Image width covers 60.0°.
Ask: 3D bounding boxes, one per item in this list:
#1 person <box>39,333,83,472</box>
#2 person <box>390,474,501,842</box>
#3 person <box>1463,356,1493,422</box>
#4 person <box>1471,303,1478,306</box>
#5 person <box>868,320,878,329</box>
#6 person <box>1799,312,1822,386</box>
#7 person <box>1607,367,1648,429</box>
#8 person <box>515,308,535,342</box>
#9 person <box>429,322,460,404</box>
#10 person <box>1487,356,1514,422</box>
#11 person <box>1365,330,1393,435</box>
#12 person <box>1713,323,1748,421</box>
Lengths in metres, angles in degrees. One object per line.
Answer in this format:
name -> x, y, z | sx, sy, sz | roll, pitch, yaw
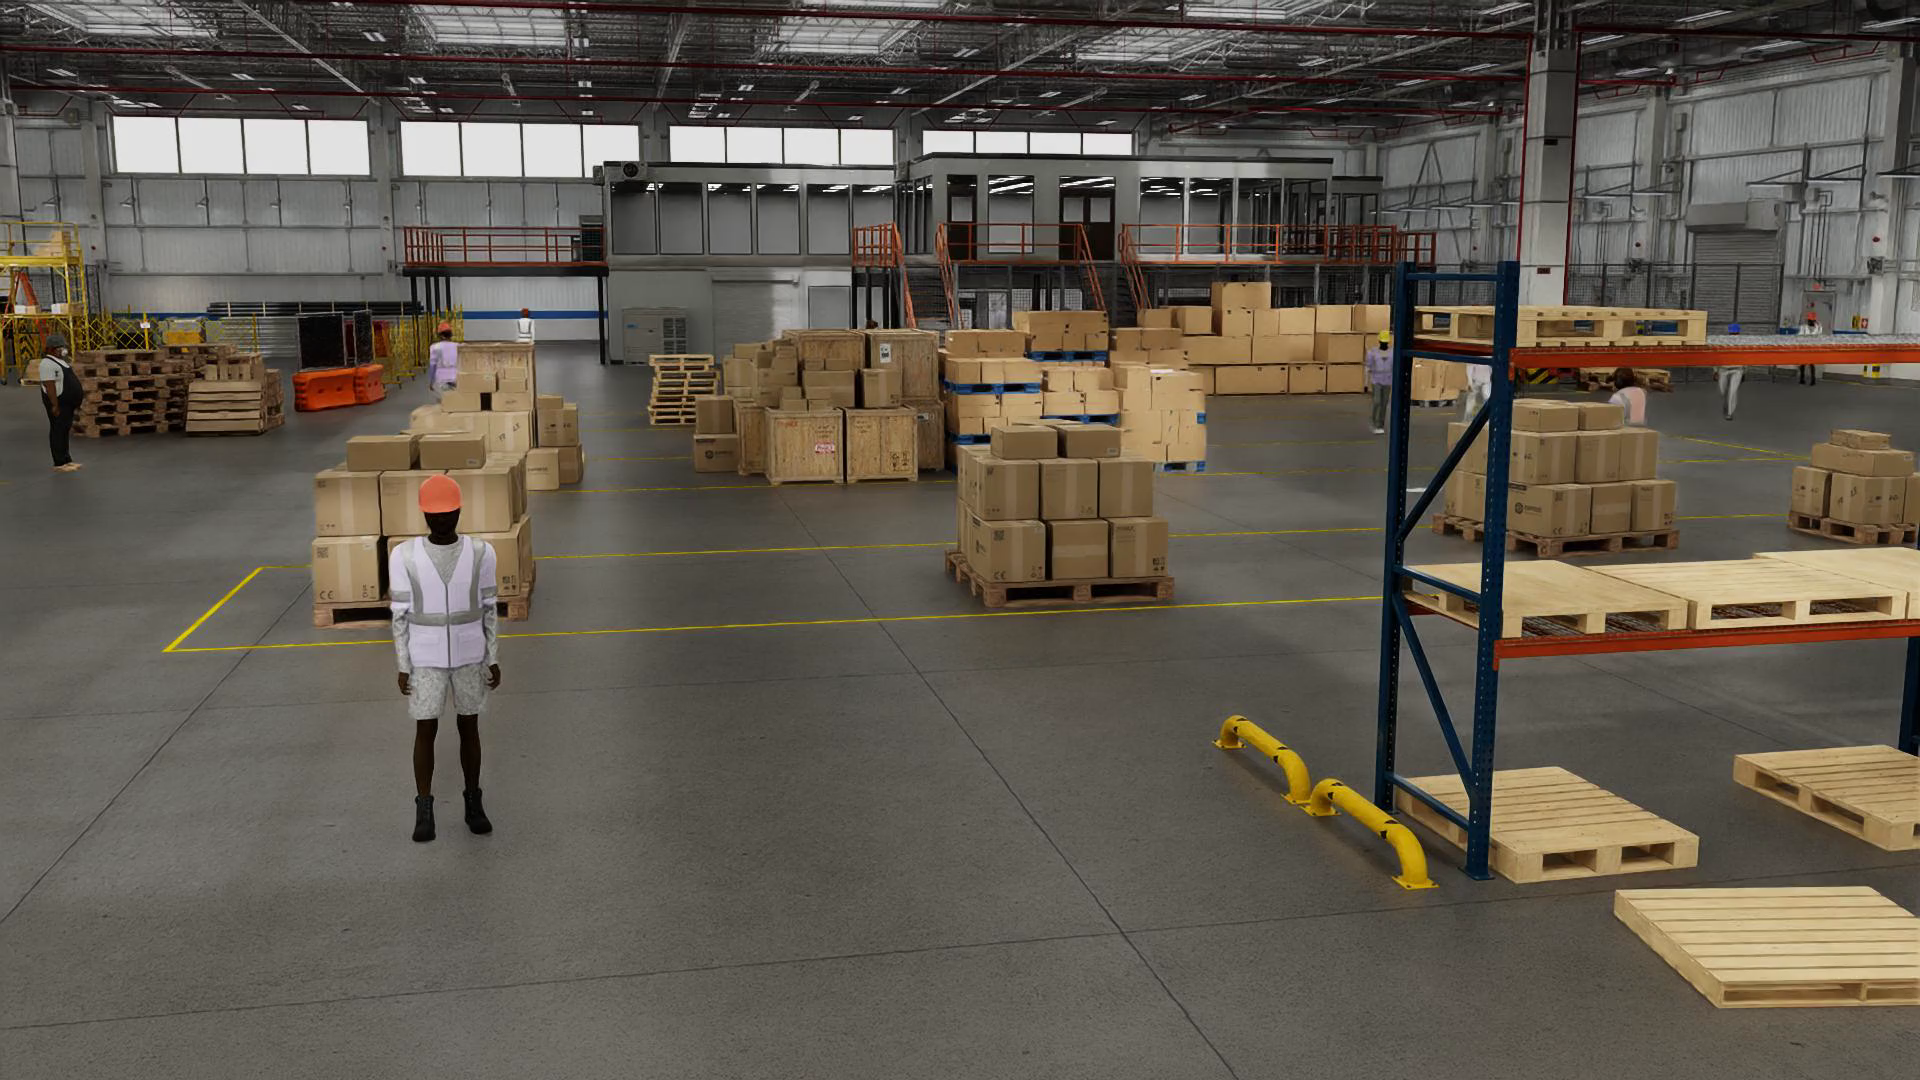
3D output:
person -> -13.232, -2.029, 24.543 | 0.538, 2.000, 0.683 | -2, 10, -14
person -> -2.692, 0.613, 8.753 | 0.545, 1.939, 0.374 | -4, 10, -22
person -> 9.506, -2.898, 30.334 | 0.636, 1.894, 1.032 | -1, 9, -7
person -> 15.149, -5.960, 48.768 | 0.875, 1.961, 0.605 | 8, 12, 40
person -> -2.066, -4.124, 38.108 | 0.669, 1.793, 0.718 | 1, 9, 5
person -> 21.694, -4.889, 42.482 | 0.534, 1.887, 1.023 | 3, 10, 18
person -> 7.977, -1.166, 19.930 | 0.644, 1.825, 0.515 | -6, 11, -30
person -> -12.350, -5.657, 47.252 | 0.574, 1.851, 0.957 | 0, 9, -2
person -> -9.212, -2.910, 29.980 | 0.624, 2.022, 0.712 | -9, 13, -42
person -> 8.531, -2.227, 26.063 | 1.023, 1.951, 0.624 | 9, 13, 44
person -> 7.594, -2.809, 29.808 | 0.594, 1.874, 0.927 | 0, 9, -1
person -> 15.205, -3.326, 32.806 | 0.613, 1.926, 0.694 | 6, 11, 32
